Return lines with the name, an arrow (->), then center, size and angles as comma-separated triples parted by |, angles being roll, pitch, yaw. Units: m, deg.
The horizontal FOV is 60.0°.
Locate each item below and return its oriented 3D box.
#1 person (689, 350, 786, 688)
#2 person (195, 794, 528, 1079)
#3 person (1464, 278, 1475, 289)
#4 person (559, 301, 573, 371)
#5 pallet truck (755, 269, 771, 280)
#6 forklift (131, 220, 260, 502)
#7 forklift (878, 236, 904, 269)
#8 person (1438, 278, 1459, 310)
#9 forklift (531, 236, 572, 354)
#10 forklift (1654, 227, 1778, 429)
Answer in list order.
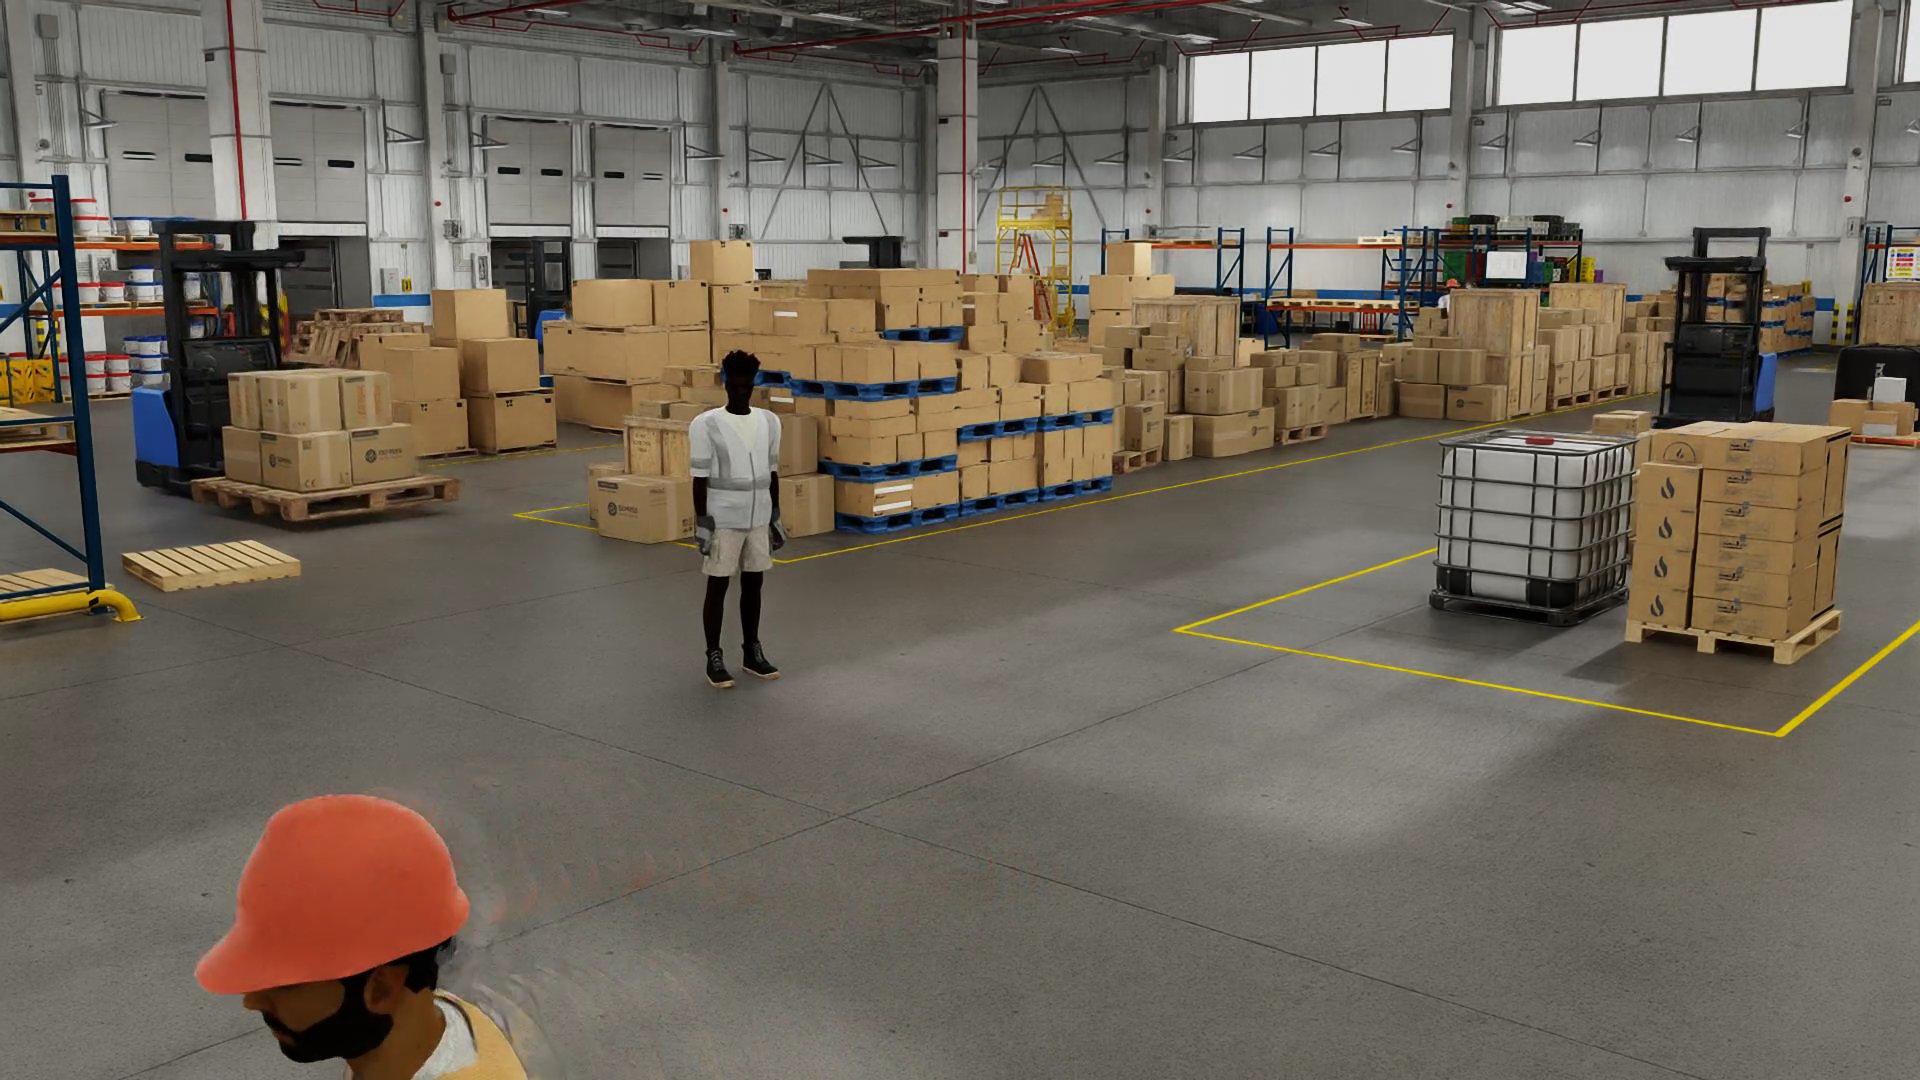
person -> -1.291, -0.130, 9.740 | 0.608, 1.963, 0.372 | -8, 13, -38
person -> -0.752, 1.238, 2.138 | 0.885, 1.898, 0.569 | -4, 11, -23
person -> 11.503, -4.975, 37.582 | 0.626, 1.887, 1.047 | 6, 12, 30
person -> -6.949, -3.499, 29.929 | 0.521, 1.619, 0.699 | 4, 11, 22
pallet truck -> -4.996, -6.432, 45.525 | 1.885, 1.965, 0.823 | -6, 12, -32
forklift -> -7.758, -1.913, 17.283 | 1.873, 2.768, 1.129 | 8, 13, 40
forklift -> -1.629, -5.799, 39.408 | 1.873, 2.768, 1.129 | 2, 10, 14
person -> 10.066, -4.388, 34.101 | 0.557, 1.928, 0.405 | 2, 10, 9
forklift -> -9.601, -5.790, 39.356 | 1.873, 2.768, 1.129 | 8, 13, 40
forklift -> 10.537, -2.905, 22.930 | 1.129, 2.768, 1.873 | 8, 13, 39
